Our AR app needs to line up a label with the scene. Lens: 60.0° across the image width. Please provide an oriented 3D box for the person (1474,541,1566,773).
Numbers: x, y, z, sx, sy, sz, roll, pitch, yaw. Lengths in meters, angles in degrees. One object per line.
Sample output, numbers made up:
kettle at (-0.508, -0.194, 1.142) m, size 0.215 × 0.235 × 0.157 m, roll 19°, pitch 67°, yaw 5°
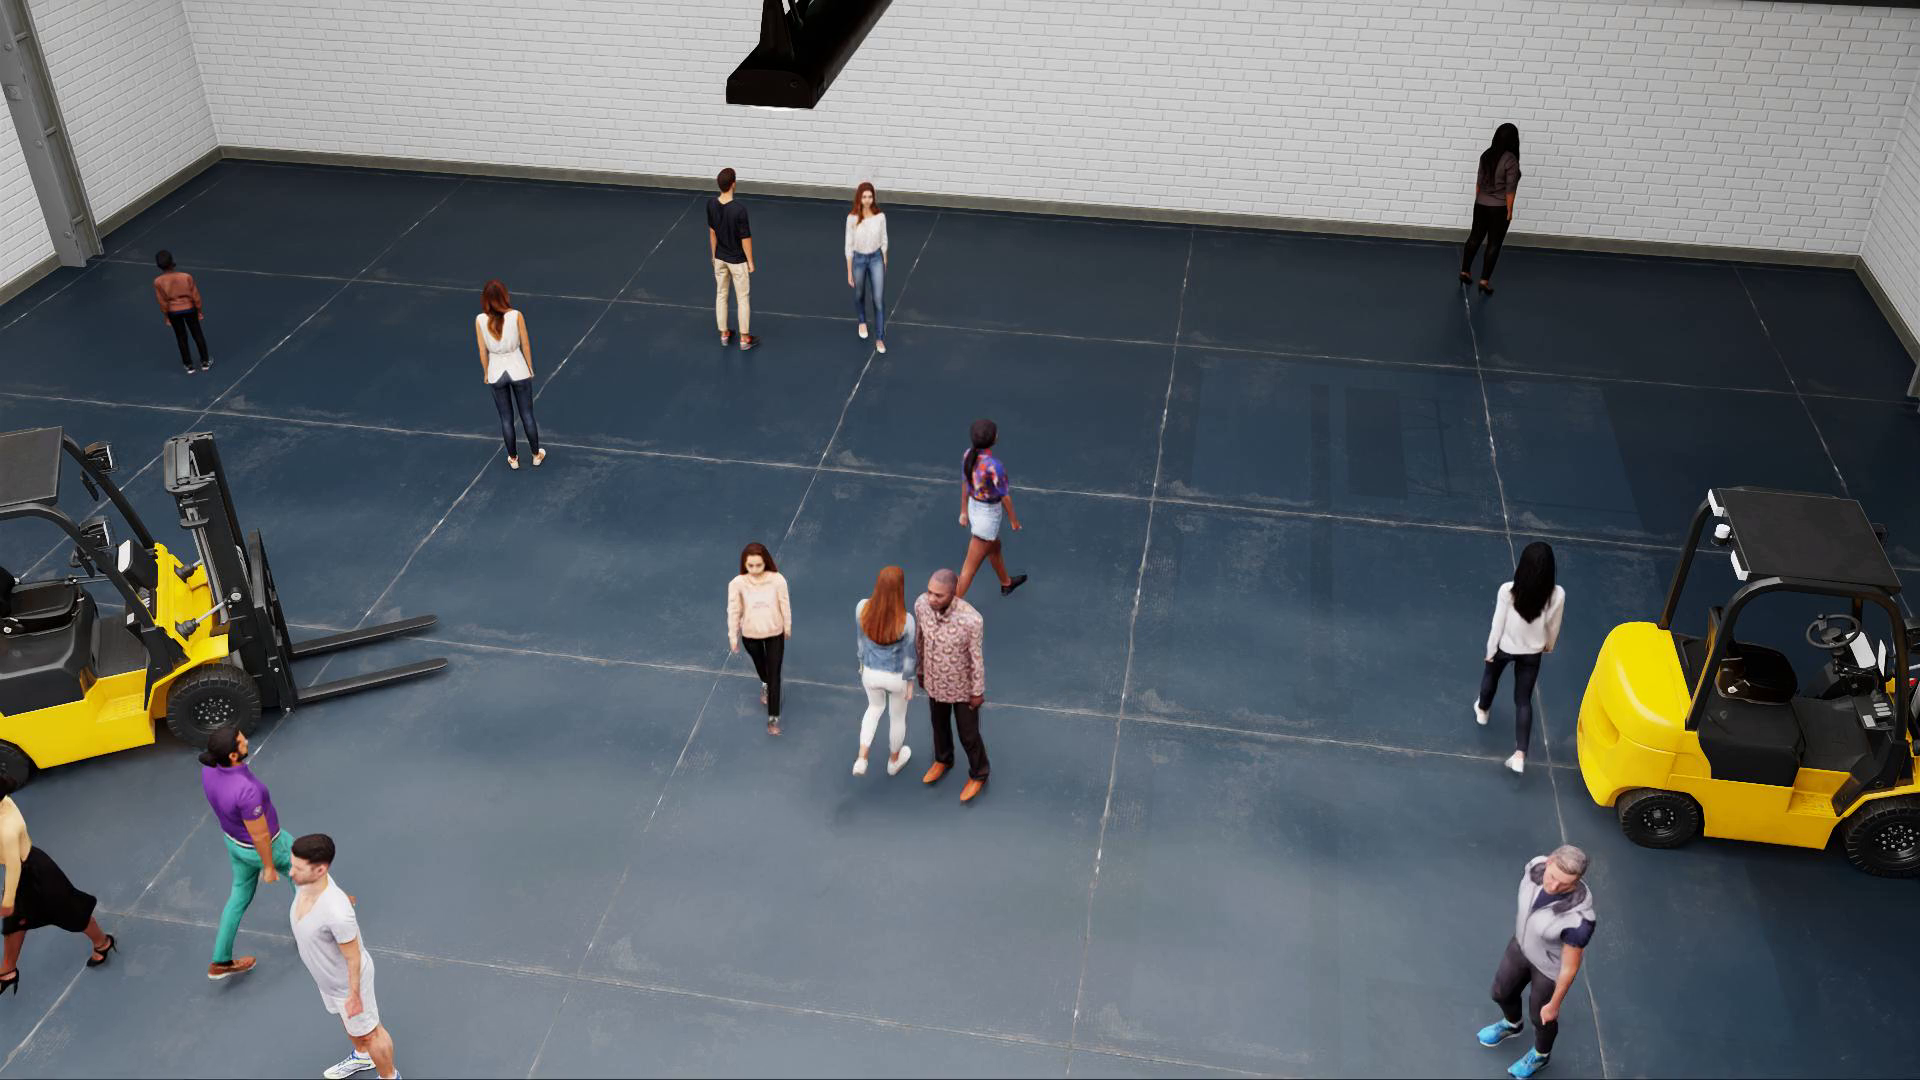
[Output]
person at (3.794, 0.805, 11.235) m, size 0.680 × 1.663 × 1.122 m, roll 3°, pitch 34°, yaw 5°

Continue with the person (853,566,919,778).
person at (-0.529, 0.941, 11.006) m, size 0.726 × 1.691 × 0.878 m, roll 14°, pitch 36°, yaw 20°

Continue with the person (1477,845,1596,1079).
person at (3.180, 2.242, 8.963) m, size 0.904 × 1.786 × 0.808 m, roll -6°, pitch 34°, yaw -9°

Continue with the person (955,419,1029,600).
person at (0.111, -0.086, 12.547) m, size 1.173 × 1.695 × 1.111 m, roll -22°, pitch 39°, yaw -29°

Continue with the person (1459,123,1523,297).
person at (5.608, -3.486, 17.534) m, size 0.814 × 1.837 × 0.751 m, roll -21°, pitch 39°, yaw -28°

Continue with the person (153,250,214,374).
person at (-7.572, -2.228, 16.168) m, size 0.591 × 1.254 × 0.622 m, roll -15°, pitch 36°, yaw -21°

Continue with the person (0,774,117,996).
person at (-5.250, 1.925, 9.584) m, size 1.036 × 1.625 × 0.912 m, roll -26°, pitch 42°, yaw -34°

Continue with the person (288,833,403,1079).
person at (-3.296, 2.270, 8.856) m, size 0.787 × 1.857 × 0.767 m, roll -28°, pitch 43°, yaw -35°

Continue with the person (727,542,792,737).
person at (-1.392, 0.616, 11.718) m, size 0.716 × 1.444 × 0.984 m, roll -2°, pitch 34°, yaw -2°

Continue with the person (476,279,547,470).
person at (-3.932, -1.435, 14.495) m, size 0.650 × 1.785 × 0.637 m, roll -6°, pitch 34°, yaw -9°

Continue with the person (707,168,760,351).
person at (-2.264, -2.776, 16.449) m, size 0.677 × 1.856 × 0.617 m, roll 14°, pitch 36°, yaw 20°

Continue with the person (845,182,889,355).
person at (-0.950, -2.788, 16.609) m, size 0.782 × 1.699 × 1.061 m, roll -3°, pitch 34°, yaw -4°

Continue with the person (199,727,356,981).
person at (-4.167, 1.824, 9.641) m, size 0.914 × 1.732 × 1.237 m, roll 19°, pitch 38°, yaw 26°

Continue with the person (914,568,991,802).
person at (-0.033, 0.904, 10.971) m, size 0.772 × 1.792 × 0.752 m, roll 19°, pitch 38°, yaw 26°
